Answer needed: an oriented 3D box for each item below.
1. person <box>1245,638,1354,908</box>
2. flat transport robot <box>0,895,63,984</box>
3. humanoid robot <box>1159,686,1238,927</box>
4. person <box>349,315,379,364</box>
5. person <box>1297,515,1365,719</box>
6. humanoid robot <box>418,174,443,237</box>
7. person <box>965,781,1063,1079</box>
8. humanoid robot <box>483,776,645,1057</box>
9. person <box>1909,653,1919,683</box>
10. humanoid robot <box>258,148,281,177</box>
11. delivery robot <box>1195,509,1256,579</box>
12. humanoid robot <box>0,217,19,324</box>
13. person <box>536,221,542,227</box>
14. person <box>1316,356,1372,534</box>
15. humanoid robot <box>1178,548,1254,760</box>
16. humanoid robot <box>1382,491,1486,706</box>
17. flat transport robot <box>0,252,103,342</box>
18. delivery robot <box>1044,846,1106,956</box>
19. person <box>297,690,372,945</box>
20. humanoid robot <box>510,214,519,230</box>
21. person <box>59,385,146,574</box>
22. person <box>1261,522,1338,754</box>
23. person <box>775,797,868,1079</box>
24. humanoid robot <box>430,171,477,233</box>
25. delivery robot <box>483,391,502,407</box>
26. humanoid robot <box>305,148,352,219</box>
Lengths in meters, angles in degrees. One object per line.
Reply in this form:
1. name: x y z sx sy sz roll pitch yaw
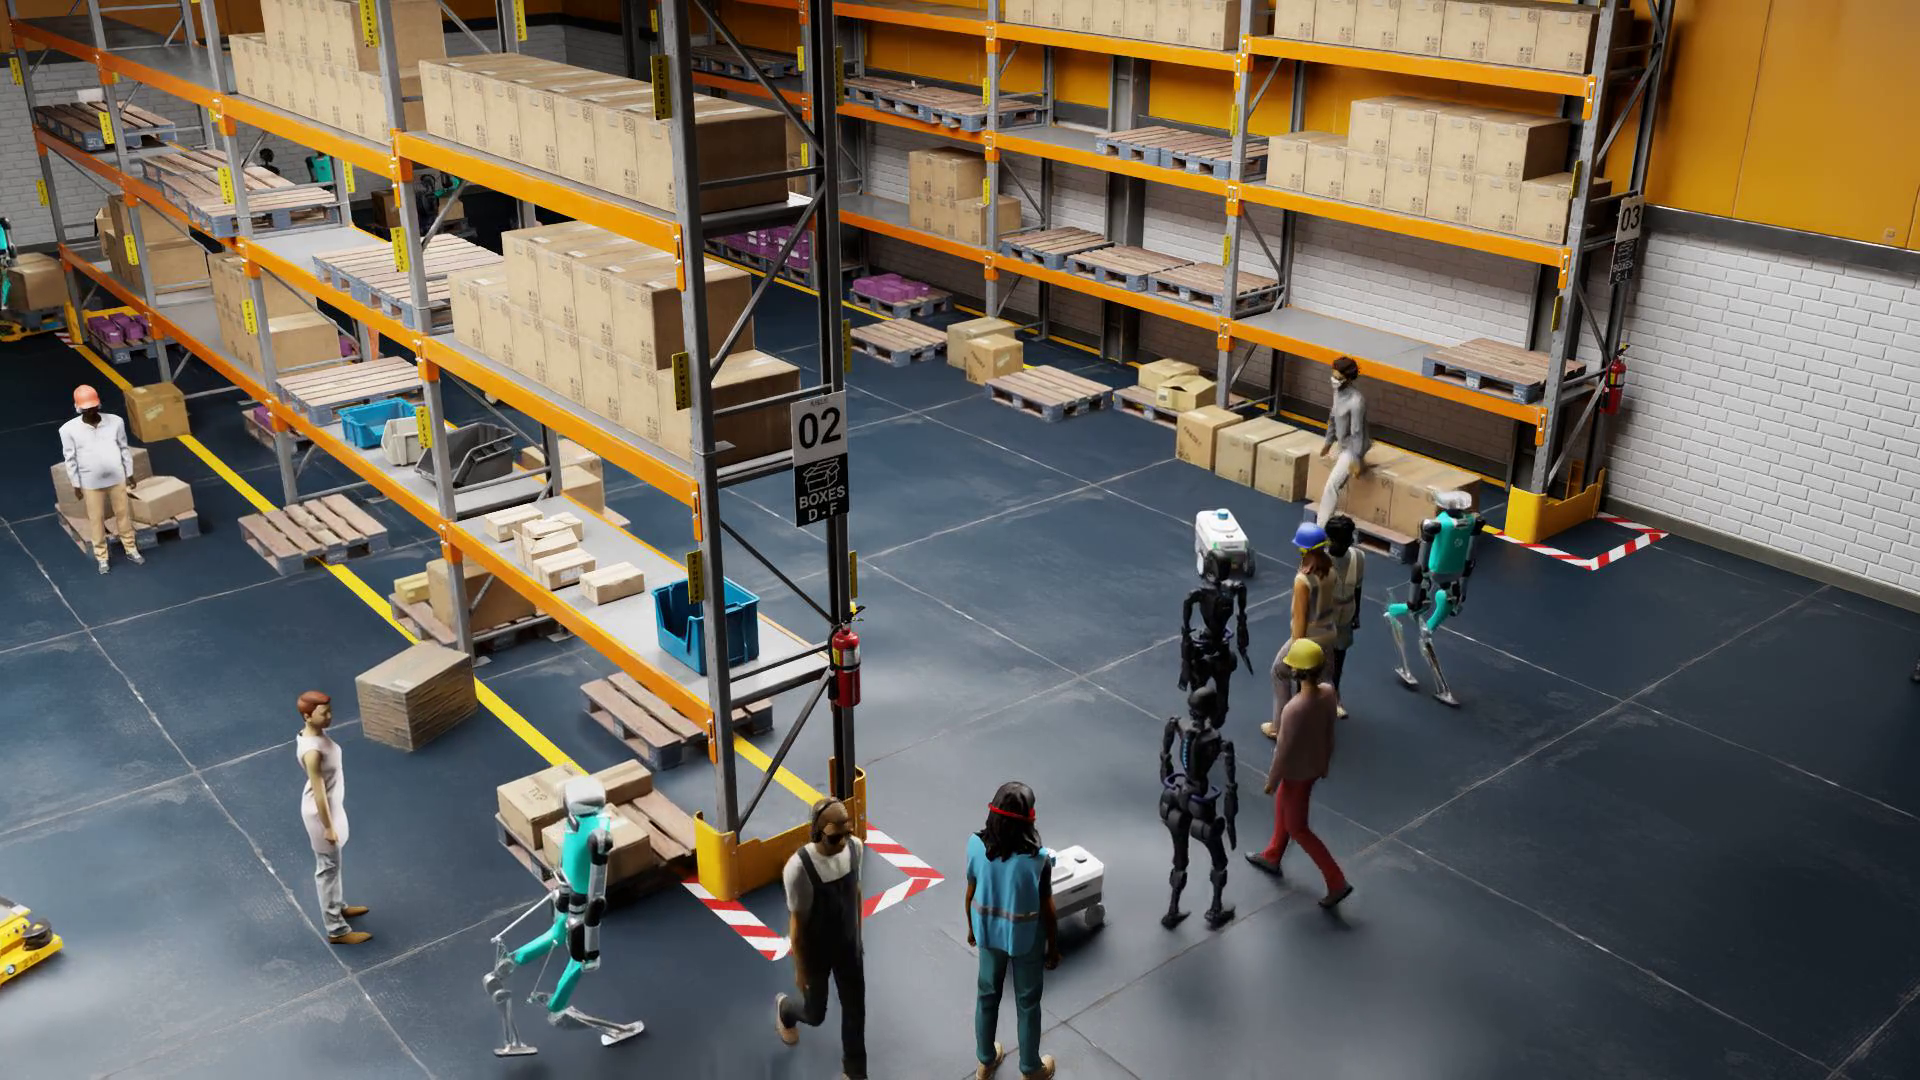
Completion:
1. person: 2.200 1.453 10.429 0.796 1.733 0.545 18 29 35
2. flat transport robot: -6.226 2.378 10.138 1.431 0.231 0.659 13 26 27
3. humanoid robot: 1.448 1.608 10.154 0.589 1.652 0.446 20 30 38
4. person: -7.184 -2.724 20.073 0.507 1.757 0.331 14 27 29
5. person: 2.776 0.587 12.493 0.535 1.691 0.319 -8 25 -18
6. humanoid robot: -7.693 -4.534 24.374 0.576 1.639 0.613 -18 29 -35
7. person: 0.271 2.103 8.761 0.532 1.866 0.387 10 25 21
8. humanoid robot: -2.252 2.144 8.908 1.027 1.764 0.538 -12 26 -27
9. person: 7.806 0.259 12.962 0.546 1.924 0.382 14 27 30
10. humanoid robot: -10.866 -5.322 26.194 0.616 1.641 0.468 12 26 25
11. delivery robot: 2.401 0.025 15.249 0.499 0.614 0.815 -2 23 -5
12. humanoid robot: -12.702 -3.464 21.855 0.551 1.824 0.673 0 23 1
13. person: -5.149 -2.988 20.500 0.402 1.908 0.641 15 27 31
14. person: 3.608 -0.834 15.612 0.868 1.832 0.558 -2 23 -5
15. humanoid robot: 1.824 0.838 11.931 0.602 1.664 0.345 -11 26 -23
16. humanoid robot: 3.610 0.393 12.861 0.544 1.749 0.924 -9 25 -19
17. flat transport robot: -12.355 -2.973 22.527 0.659 0.231 1.431 18 29 36
18. delivery robot: 0.530 2.174 10.231 0.774 0.581 0.499 -15 27 -31
19. person: -3.816 1.656 10.053 0.287 1.656 0.442 -7 24 -17
20. humanoid robot: -5.790 -3.485 22.027 0.806 1.635 0.611 5 24 12
21. person: -7.775 -0.569 15.088 0.558 1.751 0.324 -19 30 -38
22. person: 2.531 0.712 12.136 0.488 1.738 0.652 -19 30 -37
23. person: -0.727 2.112 8.796 0.504 1.821 0.717 -17 29 -35
24. humanoid robot: -8.503 -5.959 27.614 0.878 1.784 0.538 13 26 27
25. delivery robot: -5.193 -1.840 19.533 0.765 0.585 0.499 14 27 30
26. humanoid robot: -9.867 -5.389 26.291 0.566 1.788 0.807 1 23 3
